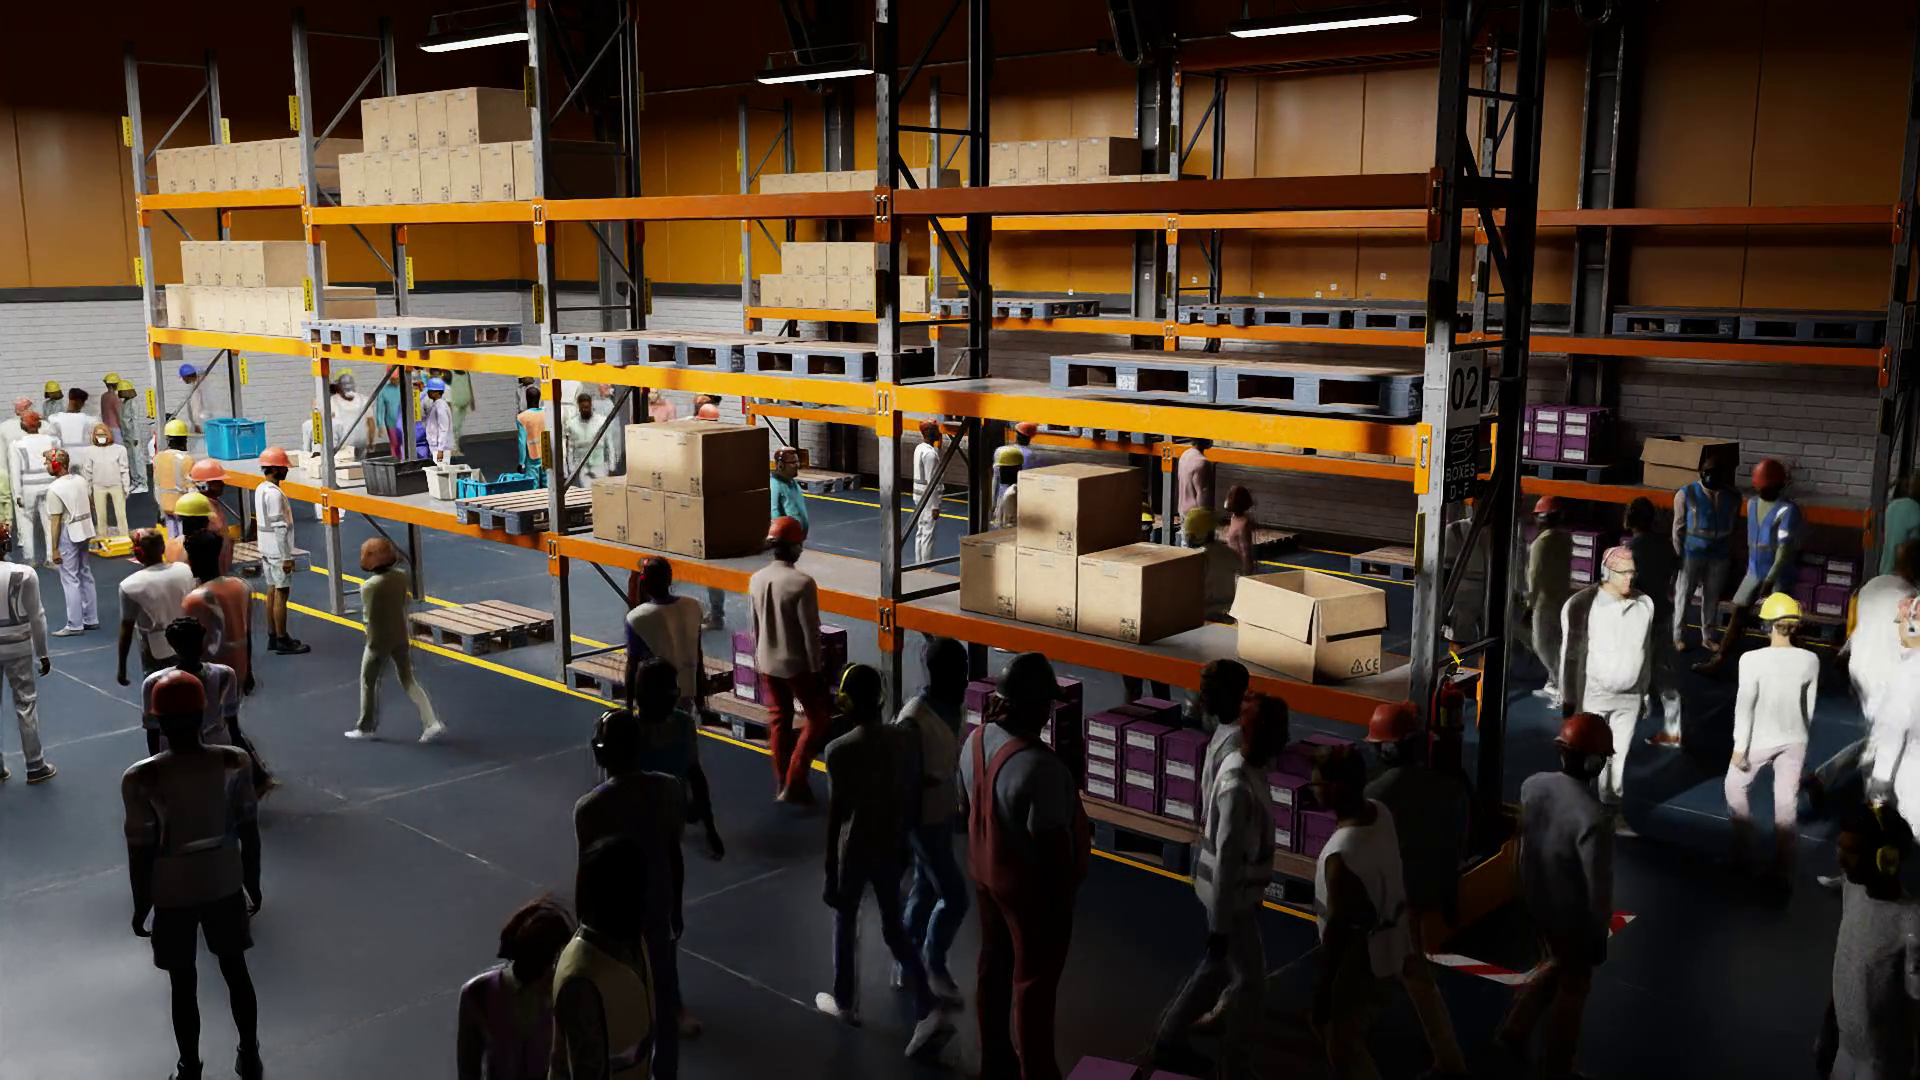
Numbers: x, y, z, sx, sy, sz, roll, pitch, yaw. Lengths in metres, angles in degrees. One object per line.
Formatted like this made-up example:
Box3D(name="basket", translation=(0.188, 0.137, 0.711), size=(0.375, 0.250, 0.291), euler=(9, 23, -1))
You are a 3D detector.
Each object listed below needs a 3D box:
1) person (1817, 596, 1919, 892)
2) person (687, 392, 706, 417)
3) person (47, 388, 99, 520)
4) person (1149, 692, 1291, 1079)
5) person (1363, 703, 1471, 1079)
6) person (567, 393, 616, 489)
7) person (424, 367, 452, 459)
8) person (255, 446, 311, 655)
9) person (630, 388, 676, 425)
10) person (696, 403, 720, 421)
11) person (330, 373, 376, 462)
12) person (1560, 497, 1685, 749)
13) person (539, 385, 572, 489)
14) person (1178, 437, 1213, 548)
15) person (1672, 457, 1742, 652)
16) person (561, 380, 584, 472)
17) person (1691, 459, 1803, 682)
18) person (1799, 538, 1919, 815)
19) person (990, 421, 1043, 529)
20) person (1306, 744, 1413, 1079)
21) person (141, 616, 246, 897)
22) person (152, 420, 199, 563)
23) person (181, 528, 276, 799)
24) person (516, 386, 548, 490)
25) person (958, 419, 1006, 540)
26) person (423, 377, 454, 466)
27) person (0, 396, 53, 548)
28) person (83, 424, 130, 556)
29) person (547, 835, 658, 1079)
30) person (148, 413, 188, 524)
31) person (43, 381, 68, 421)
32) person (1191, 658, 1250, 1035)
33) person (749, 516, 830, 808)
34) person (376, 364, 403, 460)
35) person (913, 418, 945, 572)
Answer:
Box3D(name="person", translation=(5.377, 1.236, 9.261), size=(0.649, 1.854, 1.014), euler=(-8, 13, -38))
Box3D(name="person", translation=(-3.915, -1.584, 24.967), size=(0.418, 1.933, 0.614), euler=(-6, 12, -31))
Box3D(name="person", translation=(-11.745, -1.059, 22.041), size=(0.674, 1.913, 0.699), euler=(-4, 11, -24))
Box3D(name="person", translation=(1.136, 1.577, 7.424), size=(0.704, 1.845, 0.639), euler=(2, 10, 13))
Box3D(name="person", translation=(2.036, 1.605, 7.616), size=(0.583, 1.697, 0.928), euler=(-7, 12, -34))
Box3D(name="person", translation=(-4.766, -0.966, 21.573), size=(0.628, 1.894, 0.520), euler=(1, 10, 8))
Box3D(name="person", translation=(-9.052, -2.122, 28.581), size=(0.378, 1.725, 0.563), euler=(3, 10, 15))
Box3D(name="person", translation=(-6.317, 0.095, 15.440), size=(0.352, 1.940, 0.545), euler=(-7, 12, -36))
Box3D(name="person", translation=(-4.309, -1.285, 23.463), size=(0.652, 1.852, 0.984), euler=(-2, 10, -13))
Box3D(name="person", translation=(-2.930, -0.636, 19.569), size=(0.348, 1.943, 0.542), euler=(5, 11, 28))
Box3D(name="person", translation=(-8.900, -1.489, 24.110), size=(0.701, 2.000, 0.872), euler=(-9, 14, -43))
Box3D(name="person", translation=(5.171, 0.609, 12.720), size=(0.625, 1.878, 1.063), euler=(-5, 11, -27))
Box3D(name="person", translation=(-5.549, -1.176, 22.590), size=(0.599, 1.958, 0.378), euler=(-5, 11, -25))
Box3D(name="person", translation=(2.474, -0.253, 17.407), size=(0.370, 1.941, 0.627), euler=(-2, 10, -11))
Box3D(name="person", translation=(6.956, 0.135, 15.503), size=(0.624, 1.841, 0.430), euler=(1, 10, 4))
Box3D(name="person", translation=(-6.494, -2.036, 27.774), size=(0.564, 1.839, 0.395), euler=(5, 11, 28))
Box3D(name="person", translation=(6.872, 0.285, 14.254), size=(1.008, 1.971, 0.608), euler=(-4, 11, -19))
Box3D(name="person", translation=(5.929, 0.923, 10.891), size=(0.768, 1.909, 0.643), euler=(0, 10, -1))
Box3D(name="person", translation=(0.620, -0.417, 18.449), size=(0.593, 1.899, 0.421), euler=(1, 10, 3))
Box3D(name="person", translation=(1.580, 1.700, 6.689), size=(0.445, 1.819, 0.604), euler=(5, 11, 26))
Box3D(name="person", translation=(-4.362, 1.268, 9.499), size=(0.535, 1.697, 0.318), euler=(-9, 13, -41))
Box3D(name="person", translation=(-8.379, -0.327, 17.919), size=(0.657, 1.918, 0.382), euler=(4, 11, 23))
Box3D(name="person", translation=(-4.902, 0.886, 10.928), size=(0.404, 1.946, 0.627), euler=(1, 10, 7))
Box3D(name="person", translation=(-5.635, -1.088, 22.182), size=(0.392, 1.922, 0.593), euler=(9, 13, 41))
Box3D(name="person", translation=(0.264, -0.826, 20.616), size=(0.935, 1.946, 0.628), euler=(5, 11, 26))
Box3D(name="person", translation=(-7.305, -1.312, 23.365), size=(0.381, 1.951, 0.605), euler=(-5, 11, -24))
Box3D(name="person", translation=(-11.714, -0.858, 20.923), size=(0.652, 1.906, 0.403), euler=(-6, 12, -30))
Box3D(name="person", translation=(-10.421, -0.614, 20.335), size=(0.494, 1.627, 0.271), euler=(-4, 11, -23))
Box3D(name="person", translation=(-1.146, 1.881, 5.414), size=(0.399, 1.916, 0.590), euler=(0, 10, 1))
Box3D(name="person", translation=(-9.924, -0.756, 20.939), size=(0.317, 1.695, 0.540), euler=(5, 11, 28))
Box3D(name="person", translation=(-13.865, -1.584, 25.527), size=(0.494, 1.731, 0.326), euler=(3, 11, 18))
Box3D(name="person", translation=(1.288, 1.462, 8.004), size=(0.351, 1.838, 0.504), euler=(2, 10, 10))
Box3D(name="person", translation=(-1.138, 0.823, 11.189), size=(0.674, 1.981, 0.445), euler=(9, 13, 40))
Box3D(name="person", translation=(-9.069, -1.890, 26.761), size=(0.628, 1.926, 1.035), euler=(-3, 11, -19))
Box3D(name="person", translation=(-0.337, -0.420, 18.508), size=(0.352, 1.884, 0.580), euler=(-3, 10, -15))
